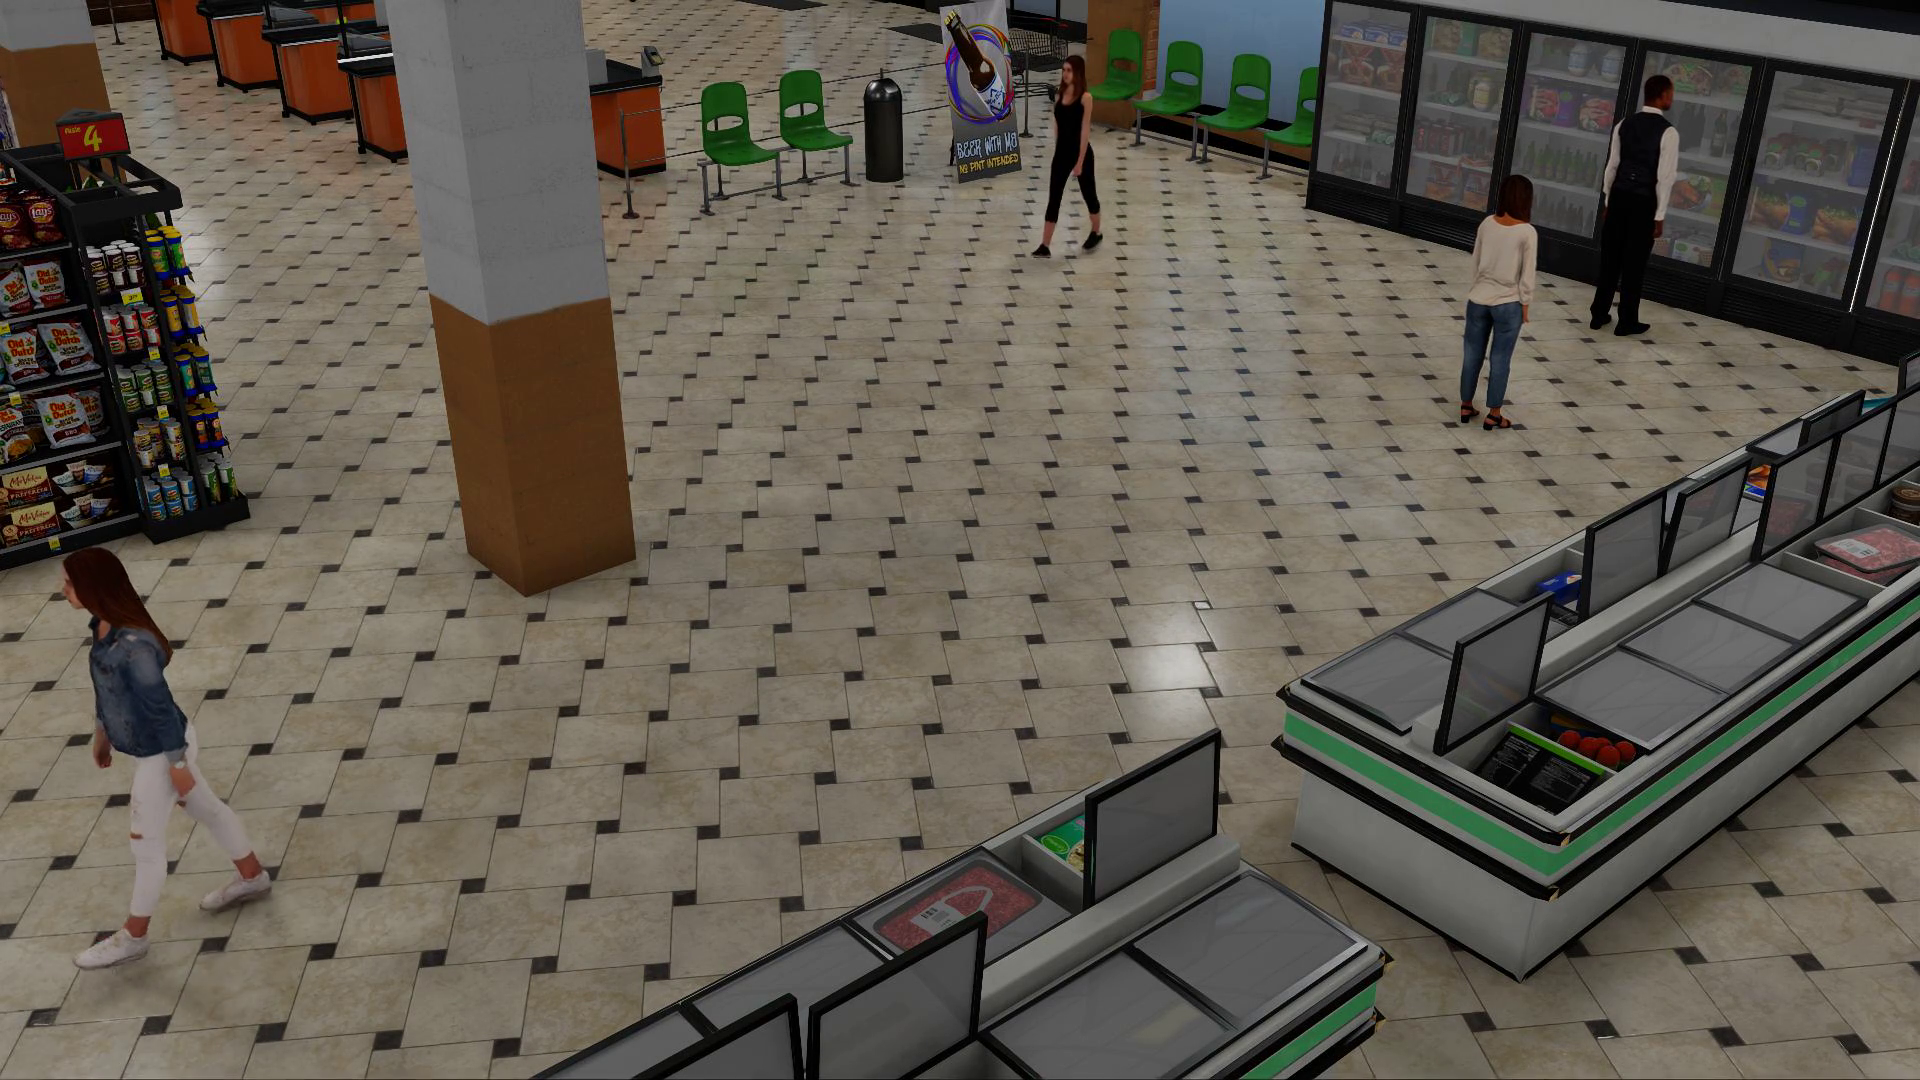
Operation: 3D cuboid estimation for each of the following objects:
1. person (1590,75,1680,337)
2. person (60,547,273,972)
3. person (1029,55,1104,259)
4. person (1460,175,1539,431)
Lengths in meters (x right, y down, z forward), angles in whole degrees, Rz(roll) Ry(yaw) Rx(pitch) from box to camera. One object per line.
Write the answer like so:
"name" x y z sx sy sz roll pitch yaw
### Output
"person" 5.052 -2.501 12.464 0.567 1.918 0.682 -20 33 -33
"person" -2.939 0.763 6.302 0.979 1.670 0.654 -19 33 -33
"person" 1.036 -3.249 14.201 0.755 1.681 1.186 19 32 32
"person" 3.500 -1.543 10.840 0.534 1.679 0.606 -20 33 -33
